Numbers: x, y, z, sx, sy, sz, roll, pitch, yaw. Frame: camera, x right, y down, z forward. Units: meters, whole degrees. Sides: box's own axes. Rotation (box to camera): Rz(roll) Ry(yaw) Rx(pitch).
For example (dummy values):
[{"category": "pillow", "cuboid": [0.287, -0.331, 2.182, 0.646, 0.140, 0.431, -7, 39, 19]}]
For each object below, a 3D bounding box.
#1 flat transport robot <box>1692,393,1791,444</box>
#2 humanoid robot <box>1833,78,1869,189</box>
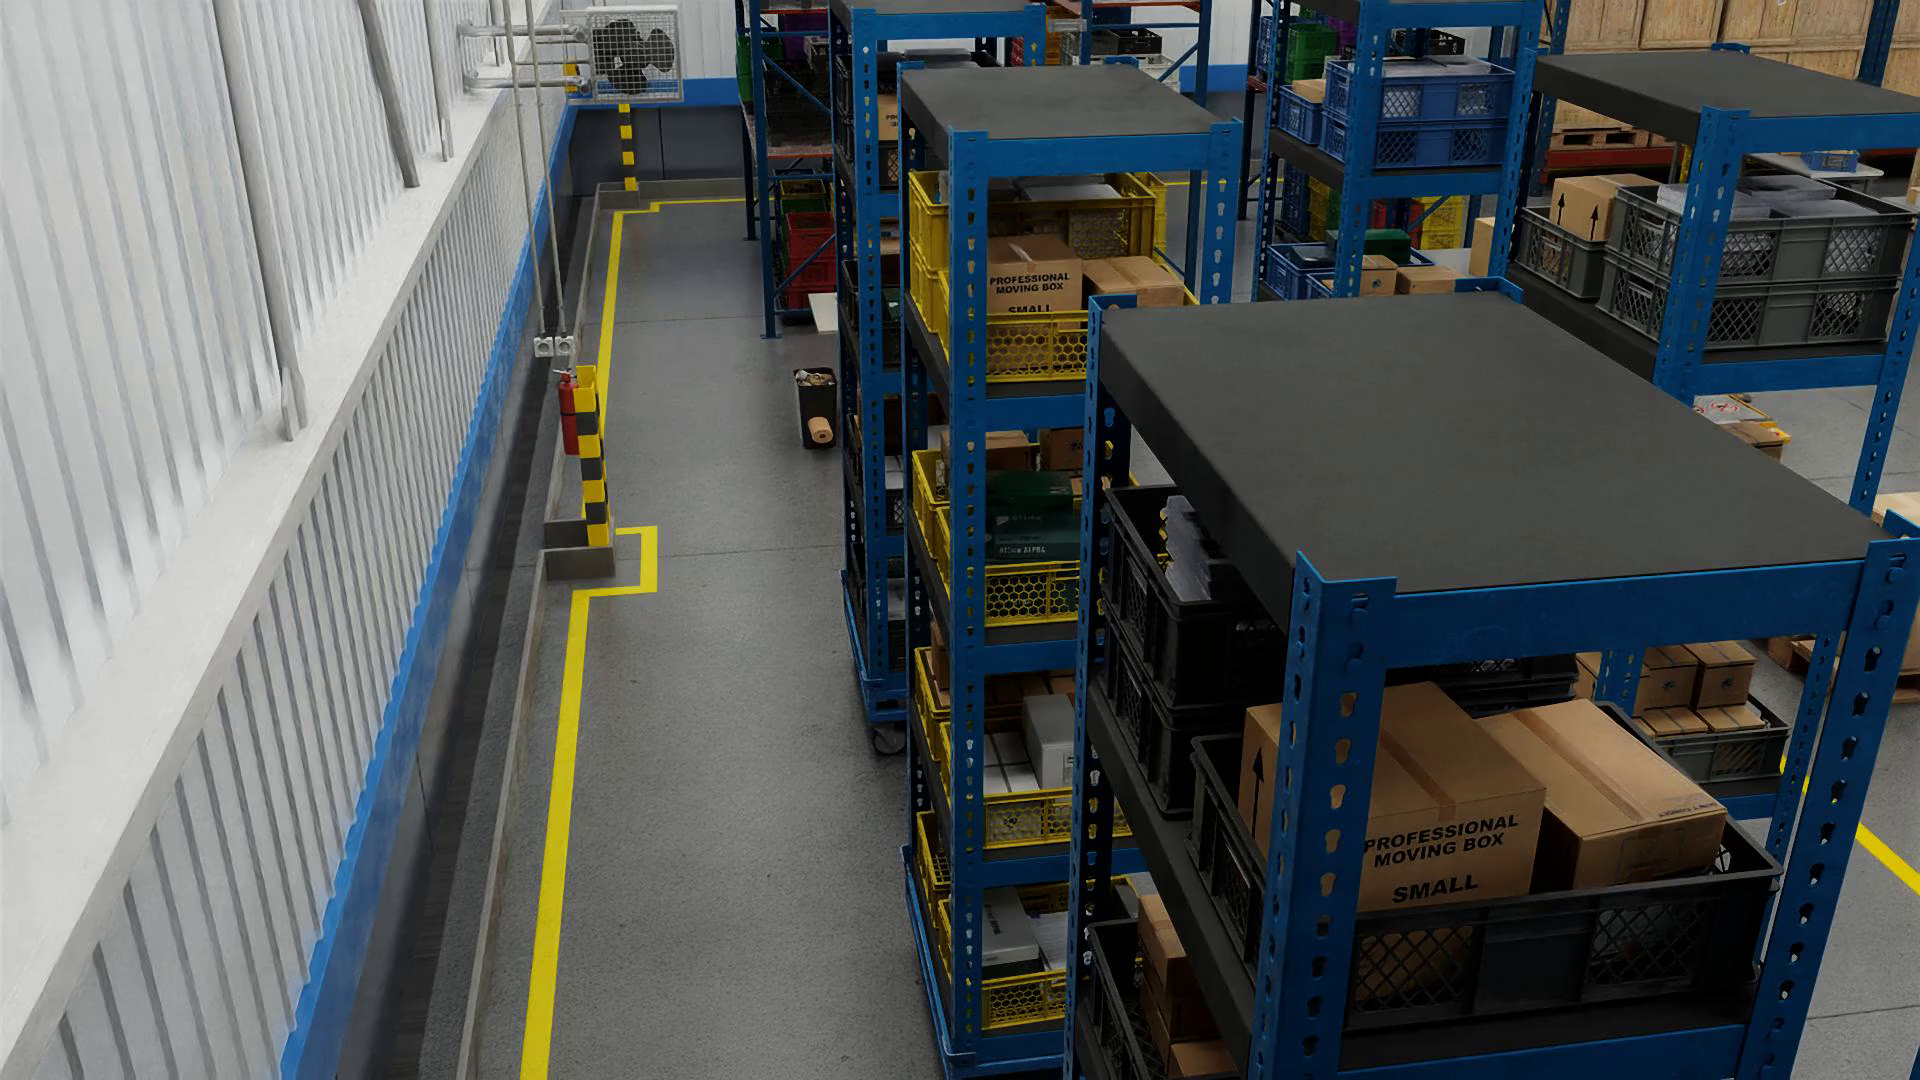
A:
[{"category": "flat transport robot", "cuboid": [5.224, -0.859, 12.132, 1.431, 0.197, 0.652, -4, 25, -8]}, {"category": "humanoid robot", "cuboid": [9.131, -3.875, 17.077, 0.637, 1.655, 0.485, -21, 32, -39]}]
